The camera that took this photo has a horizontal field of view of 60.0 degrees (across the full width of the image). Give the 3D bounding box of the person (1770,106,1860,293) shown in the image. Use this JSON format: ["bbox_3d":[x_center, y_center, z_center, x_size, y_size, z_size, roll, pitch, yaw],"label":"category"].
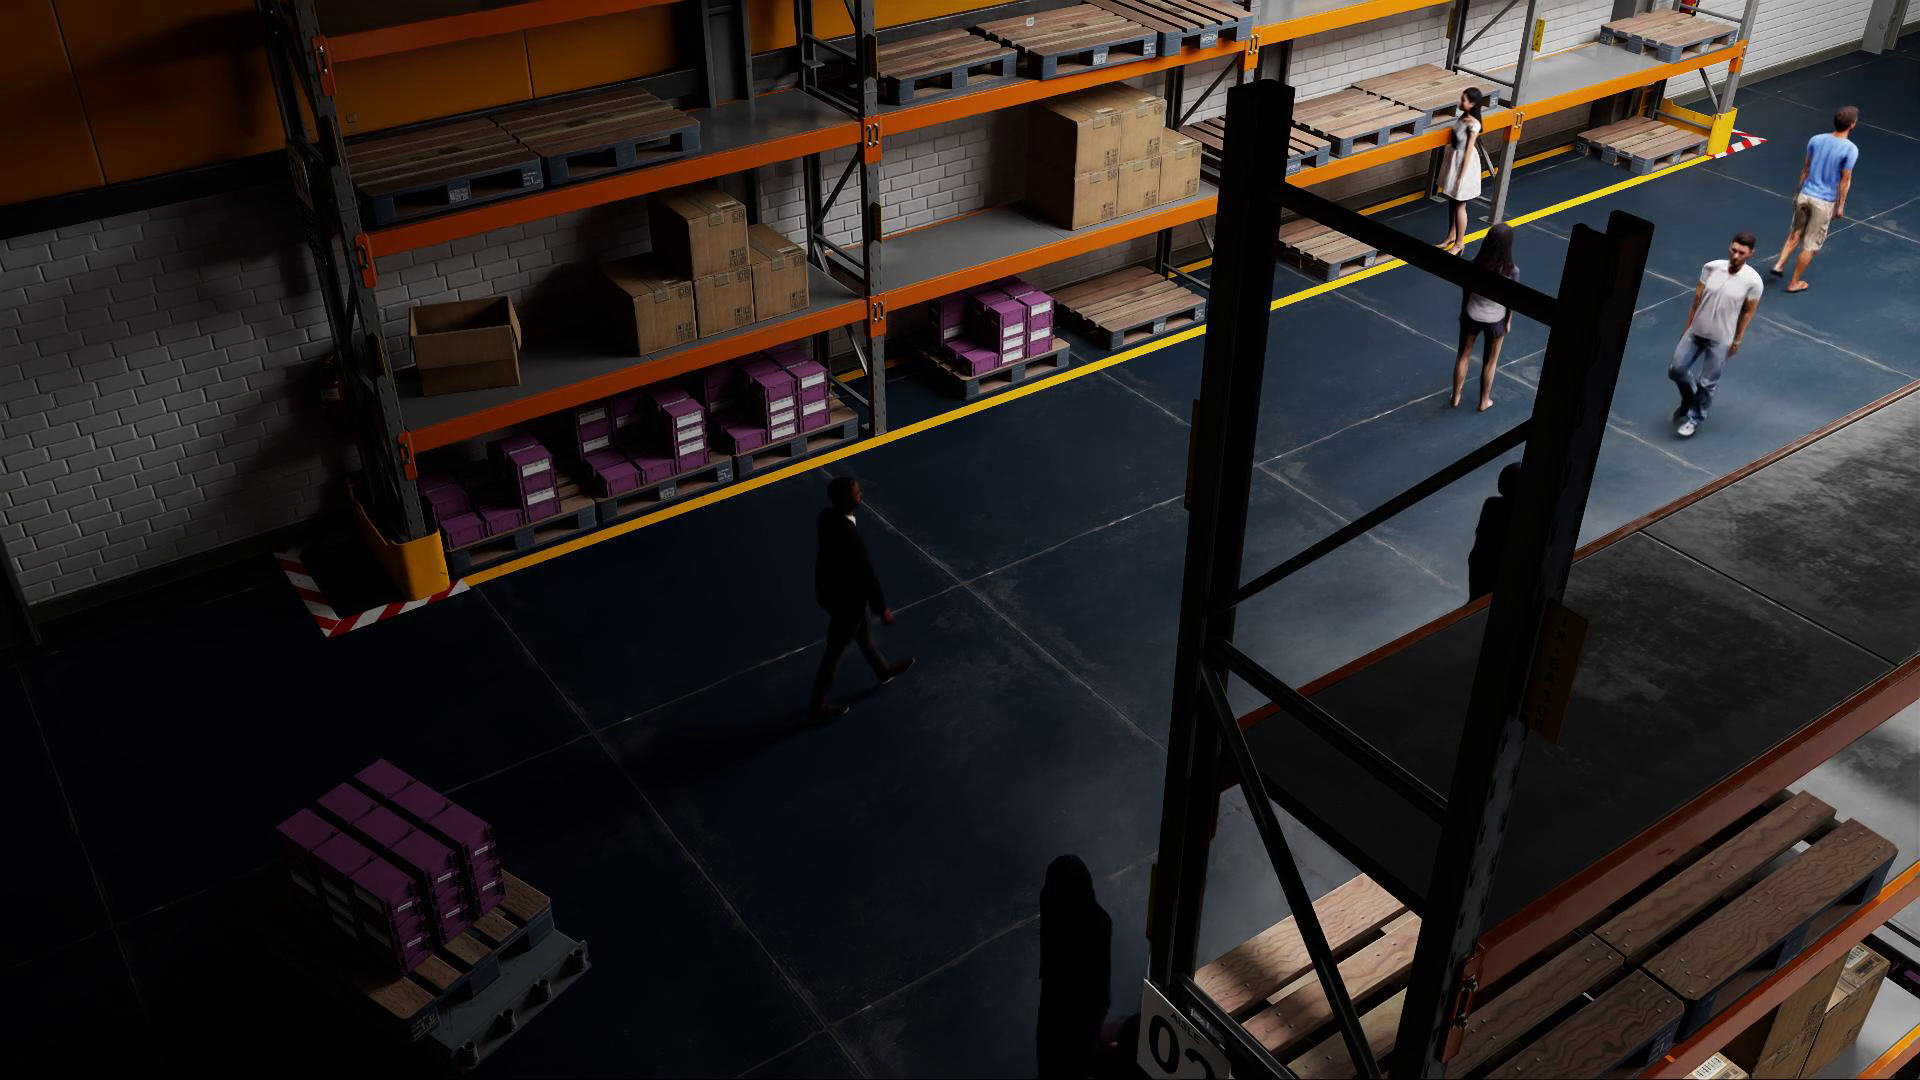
[{"bbox_3d":[8.342,-3.310,16.271,0.674,1.851,0.666,-19,38,-26],"label":"person"}]

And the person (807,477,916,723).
[{"bbox_3d":[-0.826,0.432,10.719,1.131,1.765,0.814,-14,36,-19],"label":"person"}]

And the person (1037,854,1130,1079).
[{"bbox_3d":[0.630,2.151,8.280,0.809,1.602,0.651,-27,42,-34],"label":"person"}]

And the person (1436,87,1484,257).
[{"bbox_3d":[5.120,-3.758,17.019,0.814,1.769,0.781,-1,34,-1],"label":"person"}]

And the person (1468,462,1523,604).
[{"bbox_3d":[3.515,0.274,11.031,0.644,1.683,0.690,22,39,29],"label":"person"}]

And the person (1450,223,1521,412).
[{"bbox_3d":[4.510,-1.922,14.315,0.673,1.706,0.679,14,36,21],"label":"person"}]

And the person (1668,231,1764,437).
[{"bbox_3d":[6.345,-1.744,13.920,0.689,1.844,0.704,-24,41,-32],"label":"person"}]
